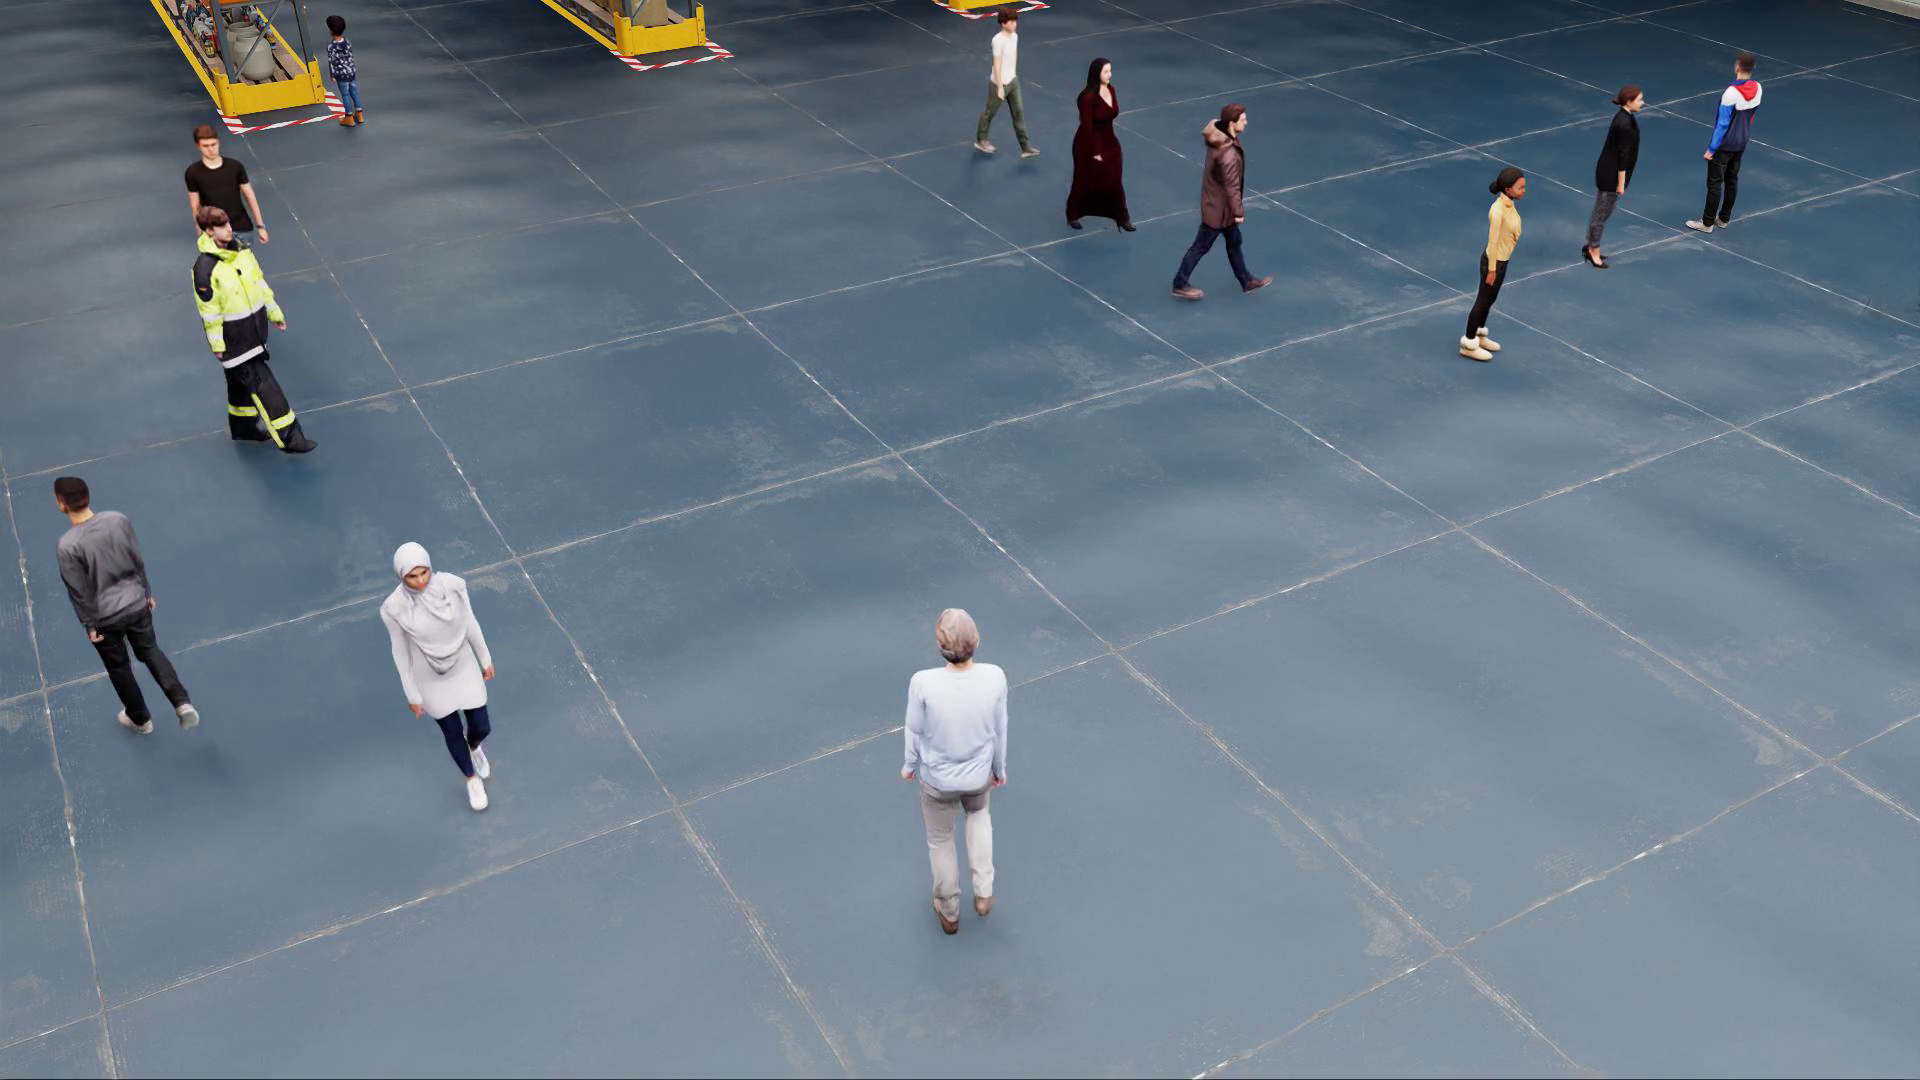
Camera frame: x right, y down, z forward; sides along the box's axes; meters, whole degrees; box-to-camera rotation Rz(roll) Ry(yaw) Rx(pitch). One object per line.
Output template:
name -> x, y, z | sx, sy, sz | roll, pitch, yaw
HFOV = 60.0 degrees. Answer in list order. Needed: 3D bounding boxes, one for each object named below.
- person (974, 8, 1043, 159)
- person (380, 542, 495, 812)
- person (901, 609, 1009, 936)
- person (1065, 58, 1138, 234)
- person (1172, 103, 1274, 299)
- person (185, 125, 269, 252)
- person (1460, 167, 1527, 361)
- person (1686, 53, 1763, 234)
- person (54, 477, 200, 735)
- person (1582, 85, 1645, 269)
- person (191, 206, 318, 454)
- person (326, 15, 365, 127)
person -> 0.411, -4.991, 18.218 | 1.192, 1.611, 0.866 | 24, 39, 33
person -> -2.823, 0.693, 9.069 | 0.678, 1.758, 0.696 | -17, 36, -24
person -> 0.006, 1.206, 8.144 | 0.748, 1.877, 0.772 | -8, 33, -12
person -> 1.252, -3.834, 16.277 | 1.105, 1.723, 0.858 | 25, 40, 34
person -> 2.226, -2.977, 14.857 | 1.225, 1.790, 1.242 | 3, 32, 4
person -> -6.340, -2.698, 14.406 | 0.753, 1.800, 1.187 | -21, 38, -29
person -> 4.483, -2.335, 13.962 | 0.690, 1.659, 0.664 | 16, 36, 24
person -> 7.577, -3.909, 16.365 | 0.644, 1.758, 0.553 | -14, 35, -22
person -> -4.773, 0.421, 9.510 | 0.999, 1.747, 0.852 | 20, 37, 28
person -> 6.124, -3.421, 15.627 | 0.781, 1.719, 0.723 | 8, 33, 13
person -> -5.492, -1.573, 12.485 | 1.192, 1.946, 1.164 | 4, 32, 6
person -> -7.149, -5.454, 19.288 | 0.615, 1.251, 0.578 | 18, 36, 26
